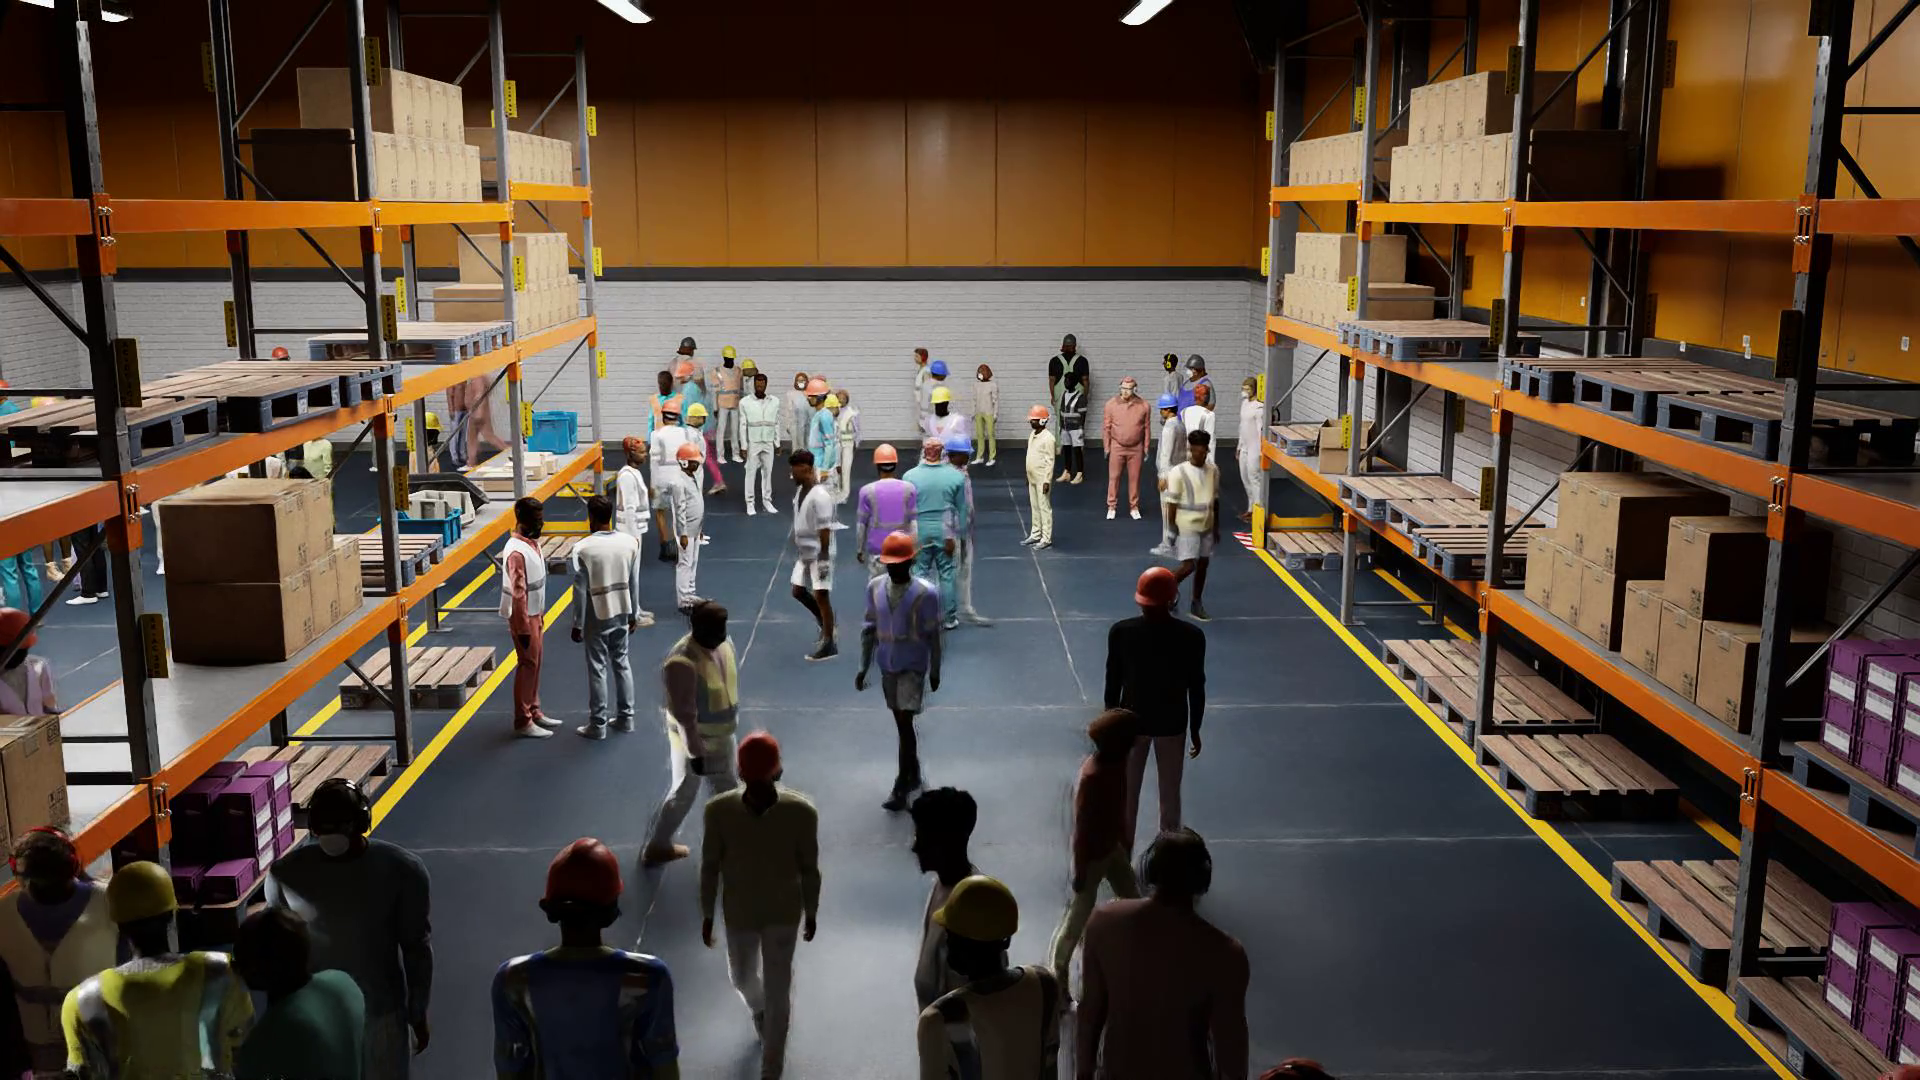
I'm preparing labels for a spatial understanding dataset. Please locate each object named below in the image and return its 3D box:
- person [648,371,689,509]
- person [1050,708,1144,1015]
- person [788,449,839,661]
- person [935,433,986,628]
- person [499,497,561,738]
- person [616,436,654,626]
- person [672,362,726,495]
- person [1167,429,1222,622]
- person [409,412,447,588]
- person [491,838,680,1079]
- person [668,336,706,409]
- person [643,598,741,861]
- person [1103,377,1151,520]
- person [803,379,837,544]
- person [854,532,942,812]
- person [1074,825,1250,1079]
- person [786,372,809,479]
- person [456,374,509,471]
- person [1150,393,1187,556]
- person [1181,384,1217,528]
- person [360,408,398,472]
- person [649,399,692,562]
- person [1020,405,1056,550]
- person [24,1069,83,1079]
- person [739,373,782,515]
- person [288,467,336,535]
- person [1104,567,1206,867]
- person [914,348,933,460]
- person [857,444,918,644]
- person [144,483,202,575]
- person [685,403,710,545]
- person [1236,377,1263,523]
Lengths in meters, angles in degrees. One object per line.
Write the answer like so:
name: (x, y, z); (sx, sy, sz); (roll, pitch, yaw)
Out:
person: (-3.991, -1.370, 22.811); (0.596, 1.916, 0.371); (4, 12, 21)
person: (0.722, 1.627, 8.568); (0.541, 1.603, 0.577); (6, 13, 26)
person: (-1.311, 0.118, 15.344); (0.453, 1.931, 0.657); (-7, 13, -31)
person: (-0.039, -0.088, 16.355); (0.472, 1.950, 0.613); (5, 12, 22)
person: (-3.379, 0.601, 12.963); (0.402, 1.908, 0.598); (-1, 11, -5)
person: (-3.233, -0.093, 16.497); (0.352, 1.881, 0.576); (-1, 11, -7)
person: (-3.770, -1.591, 23.849); (0.811, 1.951, 0.717); (0, 11, 2)
person: (2.344, -0.150, 16.614); (0.610, 1.954, 0.452); (-8, 14, -34)
person: (-5.792, -0.438, 18.151); (0.409, 1.918, 0.584); (-3, 12, -13)
person: (-1.240, 1.994, 5.625); (0.606, 2.045, 0.389); (0, 11, 0)
person: (-4.421, -2.331, 27.321); (0.682, 2.000, 0.538); (6, 13, 29)
person: (-1.627, 1.200, 10.289); (0.806, 1.790, 0.646); (7, 13, 32)
person: (2.217, -1.211, 22.053); (0.642, 1.905, 0.399); (0, 11, -1)
person: (-1.716, -0.947, 20.372); (0.396, 2.042, 0.610); (-3, 12, -13)
person: (-0.461, 0.896, 11.490); (0.553, 1.902, 0.872); (6, 13, 28)
person: (0.733, 1.974, 6.046); (0.672, 1.913, 0.426); (7, 13, 31)
person: (-2.405, -1.744, 25.403); (0.507, 1.632, 0.272); (-1, 11, -7)
person: (-7.466, -2.010, 26.172); (0.906, 1.866, 0.683); (-4, 12, -19)
person: (2.508, -0.787, 19.864); (0.420, 1.933, 0.618); (4, 12, 21)
person: (3.066, -1.064, 21.395); (0.351, 1.878, 0.568); (-9, 15, -39)
person: (-9.113, -2.025, 26.070); (0.585, 1.928, 0.370); (-7, 13, -33)
person: (-3.379, -0.687, 19.433); (0.598, 1.894, 0.516); (-8, 14, -34)
person: (0.951, -0.767, 20.201); (0.325, 1.752, 0.563); (-5, 12, -24)
person: (-2.432, 2.318, 4.532); (0.599, 1.827, 0.468); (7, 13, 31)
person: (-2.698, -1.302, 22.484); (0.590, 1.913, 0.394); (-6, 13, -29)
person: (-6.317, 0.098, 16.143); (0.540, 1.652, 0.900); (-2, 12, -11)
person: (1.181, 1.127, 10.120); (0.612, 1.986, 0.401); (2, 11, 8)
person: (-0.569, -2.239, 27.352); (0.377, 1.843, 0.575); (-2, 11, -7)
person: (-0.686, 0.056, 15.631); (0.566, 1.928, 0.406); (-2, 12, -12)
person: (-8.894, -0.546, 18.742); (0.666, 1.898, 0.399); (-3, 12, -15)
person: (-3.229, -0.821, 20.500); (0.319, 1.741, 0.492); (-1, 11, -5)
person: (3.862, -1.179, 21.842); (0.381, 1.925, 0.645); (-2, 11, -9)
